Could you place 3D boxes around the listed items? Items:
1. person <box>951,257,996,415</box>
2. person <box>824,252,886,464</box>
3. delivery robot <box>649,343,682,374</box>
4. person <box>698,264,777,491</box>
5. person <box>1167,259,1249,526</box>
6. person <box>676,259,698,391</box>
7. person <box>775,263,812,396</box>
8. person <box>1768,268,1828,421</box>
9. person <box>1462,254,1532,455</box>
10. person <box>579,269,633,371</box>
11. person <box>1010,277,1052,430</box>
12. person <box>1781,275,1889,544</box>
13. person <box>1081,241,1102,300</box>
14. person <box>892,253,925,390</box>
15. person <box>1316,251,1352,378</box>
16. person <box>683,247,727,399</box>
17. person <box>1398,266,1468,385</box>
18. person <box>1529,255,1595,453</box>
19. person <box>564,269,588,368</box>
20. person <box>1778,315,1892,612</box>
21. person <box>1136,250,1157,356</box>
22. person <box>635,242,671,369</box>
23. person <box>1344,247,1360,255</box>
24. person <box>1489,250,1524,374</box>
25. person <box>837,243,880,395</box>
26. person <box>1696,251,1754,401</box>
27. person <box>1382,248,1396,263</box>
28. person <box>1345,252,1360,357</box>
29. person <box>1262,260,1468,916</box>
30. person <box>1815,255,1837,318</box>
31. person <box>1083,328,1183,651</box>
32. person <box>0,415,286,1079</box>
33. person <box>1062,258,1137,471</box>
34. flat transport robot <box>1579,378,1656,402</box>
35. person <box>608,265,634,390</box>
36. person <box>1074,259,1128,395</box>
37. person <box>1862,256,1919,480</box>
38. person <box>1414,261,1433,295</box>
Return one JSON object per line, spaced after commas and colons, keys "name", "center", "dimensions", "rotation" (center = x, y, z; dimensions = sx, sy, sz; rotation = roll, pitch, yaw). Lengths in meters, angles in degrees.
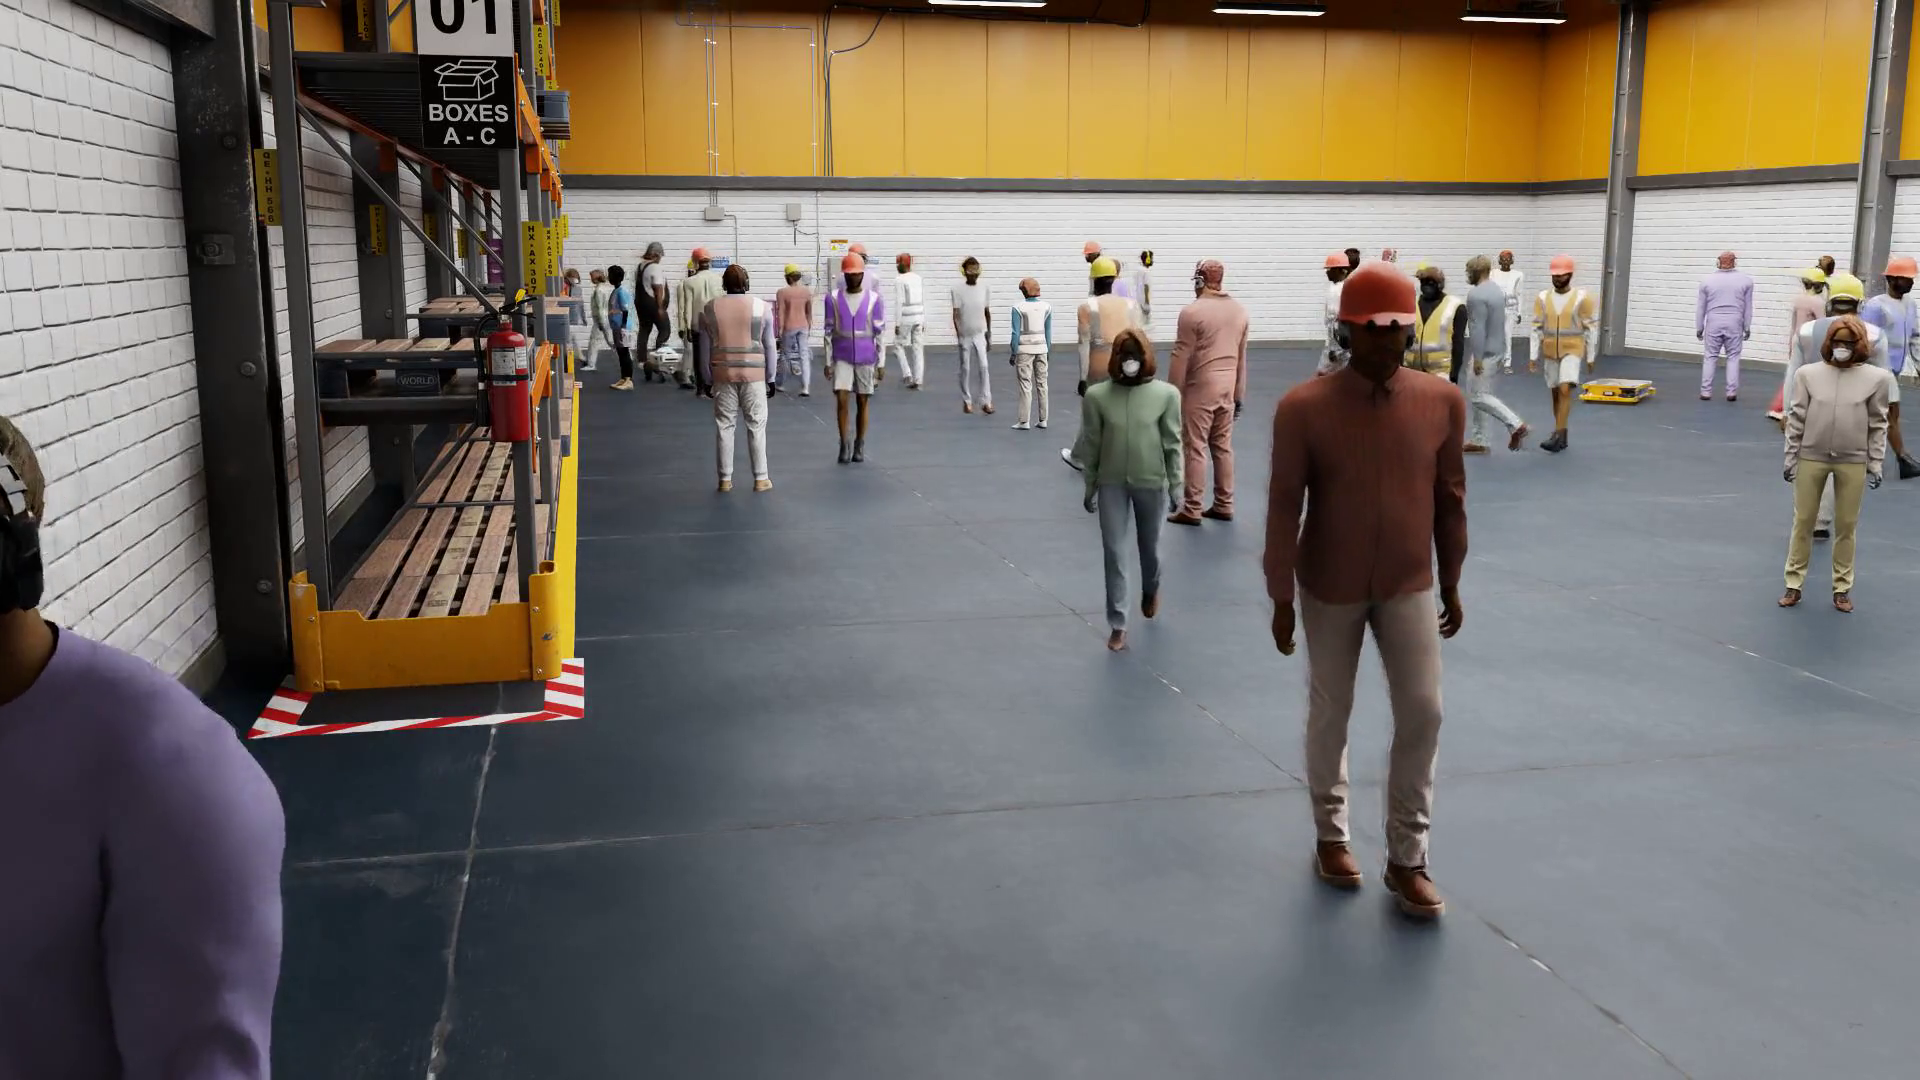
{"name": "person", "center": [0.168, -2.354, 19.337], "dimensions": [0.516, 1.824, 0.920], "rotation": [-2, 10, -12]}
{"name": "person", "center": [-0.956, -1.630, 15.077], "dimensions": [0.571, 1.913, 0.780], "rotation": [-1, 10, -3]}
{"name": "delivery robot", "center": [-4.239, -2.593, 23.930], "dimensions": [0.477, 0.478, 0.707], "rotation": [-4, 11, -23]}
{"name": "person", "center": [-1.792, -1.309, 13.506], "dimensions": [0.627, 1.847, 0.429], "rotation": [0, 10, 0]}
{"name": "person", "center": [1.753, -1.059, 11.965], "dimensions": [0.676, 1.905, 0.407], "rotation": [-8, 13, -38]}
{"name": "person", "center": [-3.610, -2.937, 22.623], "dimensions": [0.430, 1.808, 0.609], "rotation": [4, 11, 21]}
{"name": "person", "center": [-2.210, -2.769, 21.906], "dimensions": [0.547, 1.715, 0.908], "rotation": [-6, 12, -30]}
{"name": "person", "center": [9.517, -2.178, 18.661], "dimensions": [0.872, 1.726, 0.531], "rotation": [0, 10, 3]}
{"name": "person", "center": [5.026, -1.722, 15.610], "dimensions": [0.673, 1.912, 0.657], "rotation": [7, 12, 33]}
{"name": "person", "center": [-5.522, -3.420, 25.871], "dimensions": [0.809, 1.598, 0.542], "rotation": [0, 10, 2]}
{"name": "person", "center": [0.766, -2.000, 17.904], "dimensions": [0.510, 1.639, 0.308], "rotation": [-6, 12, -31]}
{"name": "person", "center": [6.003, -0.898, 11.352], "dimensions": [0.622, 1.792, 0.900], "rotation": [9, 14, 41]}
{"name": "person", "center": [2.106, -3.692, 26.235], "dimensions": [0.664, 2.016, 0.642], "rotation": [1, 10, 5]}
{"name": "person", "center": [-0.679, -2.959, 22.619], "dimensions": [0.592, 1.853, 0.472], "rotation": [-10, 14, -43]}
{"name": "person", "center": [4.038, -2.090, 17.622], "dimensions": [0.516, 1.925, 0.558], "rotation": [8, 13, 39]}
{"name": "person", "center": [-3.225, -2.760, 21.277], "dimensions": [0.615, 1.947, 0.987], "rotation": [-4, 11, -21]}
{"name": "person", "center": [4.194, -1.523, 14.784], "dimensions": [0.629, 1.820, 0.672], "rotation": [8, 13, 36]}
{"name": "person", "center": [5.741, -1.776, 15.963], "dimensions": [0.557, 1.884, 0.959], "rotation": [8, 13, 38]}
{"name": "person", "center": [-6.212, -3.544, 26.596], "dimensions": [0.872, 1.580, 0.506], "rotation": [5, 11, 24]}
{"name": "person", "center": [4.808, -0.420, 9.158], "dimensions": [0.498, 1.633, 0.279], "rotation": [5, 12, 28]}
{"name": "person", "center": [3.237, -4.141, 29.140], "dimensions": [0.439, 1.858, 0.523], "rotation": [-2, 10, -11]}
{"name": "person", "center": [-4.849, -3.727, 26.358], "dimensions": [0.681, 2.000, 0.759], "rotation": [-9, 14, -42]}
{"name": "person", "center": [5.914, -3.336, 24.512], "dimensions": [0.617, 1.935, 0.704], "rotation": [-8, 13, -38]}
{"name": "person", "center": [8.282, -3.471, 25.377], "dimensions": [0.575, 1.883, 0.355], "rotation": [1, 10, 6]}
{"name": "person", "center": [-1.324, -2.917, 21.982], "dimensions": [0.620, 2.002, 0.995], "rotation": [-6, 12, -31]}
{"name": "person", "center": [9.694, -2.707, 21.113], "dimensions": [0.647, 1.901, 0.402], "rotation": [5, 11, 24]}
{"name": "person", "center": [6.818, -3.697, 26.566], "dimensions": [0.409, 1.908, 0.639], "rotation": [-3, 11, -14]}
{"name": "person", "center": [4.729, -2.491, 19.904], "dimensions": [0.590, 1.904, 0.600], "rotation": [7, 12, 34]}
{"name": "person", "center": [1.247, 0.154, 5.032], "dimensions": [0.662, 1.966, 0.752], "rotation": [0, 10, -2]}
{"name": "person", "center": [10.645, -2.582, 20.552], "dimensions": [0.505, 1.847, 0.347], "rotation": [-2, 11, -13]}
{"name": "person", "center": [0.884, -0.285, 8.496], "dimensions": [0.504, 1.609, 0.715], "rotation": [2, 10, 9]}
{"name": "person", "center": [-1.001, 0.802, 1.657], "dimensions": [0.661, 1.893, 0.975], "rotation": [3, 11, 16]}
{"name": "person", "center": [1.219, -1.484, 14.370], "dimensions": [0.613, 1.872, 0.965], "rotation": [-5, 11, -24]}
{"name": "flat transport robot", "center": [8.410, -1.918, 21.235], "dimensions": [0.652, 0.197, 1.431], "rotation": [7, 12, 32]}
{"name": "person", "center": [-4.636, -2.890, 22.665], "dimensions": [0.317, 1.697, 0.540], "rotation": [-5, 11, -24]}
{"name": "person", "center": [2.035, -2.763, 21.692], "dimensions": [0.989, 1.802, 0.580], "rotation": [3, 11, 16]}
{"name": "person", "center": [8.047, -1.472, 14.247], "dimensions": [0.562, 1.889, 0.952], "rotation": [-6, 12, -28]}
{"name": "person", "center": [7.162, -3.449, 25.700], "dimensions": [0.684, 1.711, 0.498], "rotation": [-5, 11, -26]}
